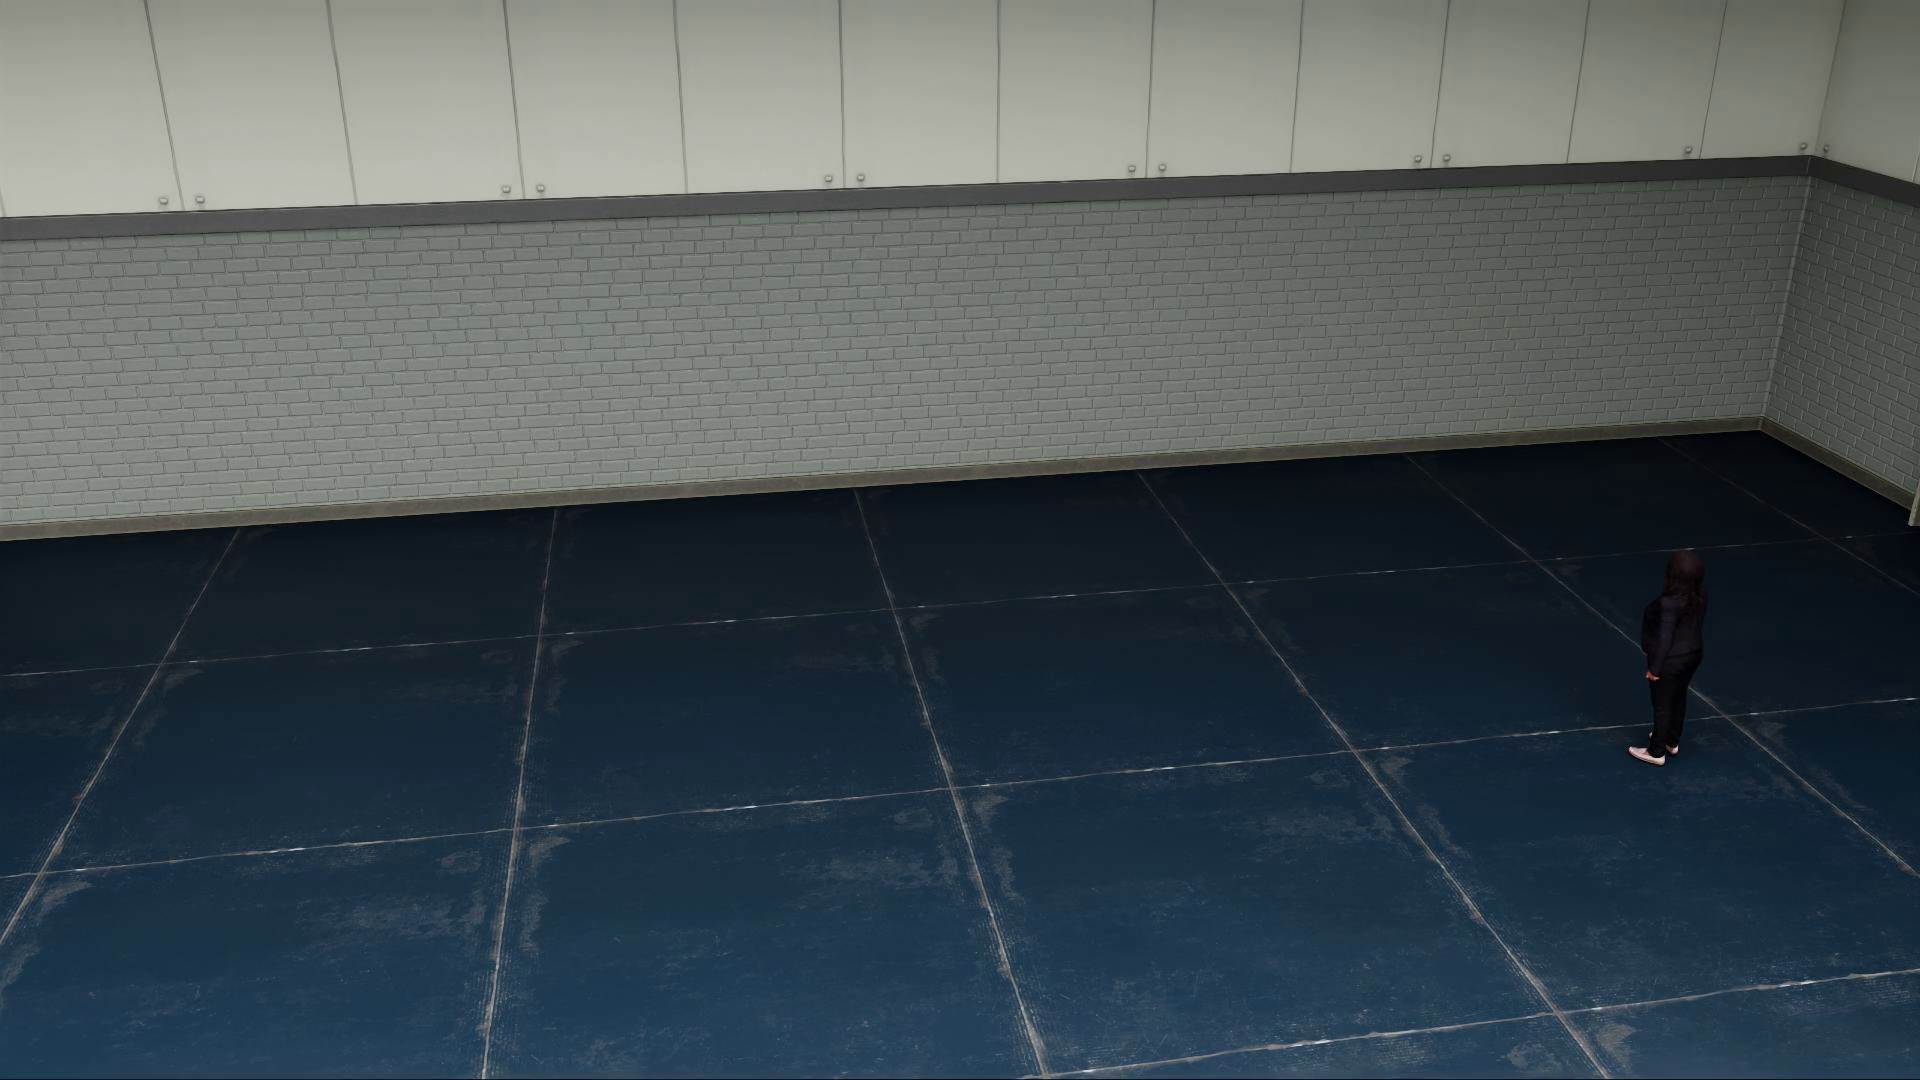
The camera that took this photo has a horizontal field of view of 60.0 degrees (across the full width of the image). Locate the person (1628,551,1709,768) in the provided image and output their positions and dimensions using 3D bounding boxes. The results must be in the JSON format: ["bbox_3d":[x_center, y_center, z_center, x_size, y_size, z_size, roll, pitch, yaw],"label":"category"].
[{"bbox_3d":[5.081,0.836,11.833,0.749,1.616,0.778,-17,29,-35],"label":"person"}]
